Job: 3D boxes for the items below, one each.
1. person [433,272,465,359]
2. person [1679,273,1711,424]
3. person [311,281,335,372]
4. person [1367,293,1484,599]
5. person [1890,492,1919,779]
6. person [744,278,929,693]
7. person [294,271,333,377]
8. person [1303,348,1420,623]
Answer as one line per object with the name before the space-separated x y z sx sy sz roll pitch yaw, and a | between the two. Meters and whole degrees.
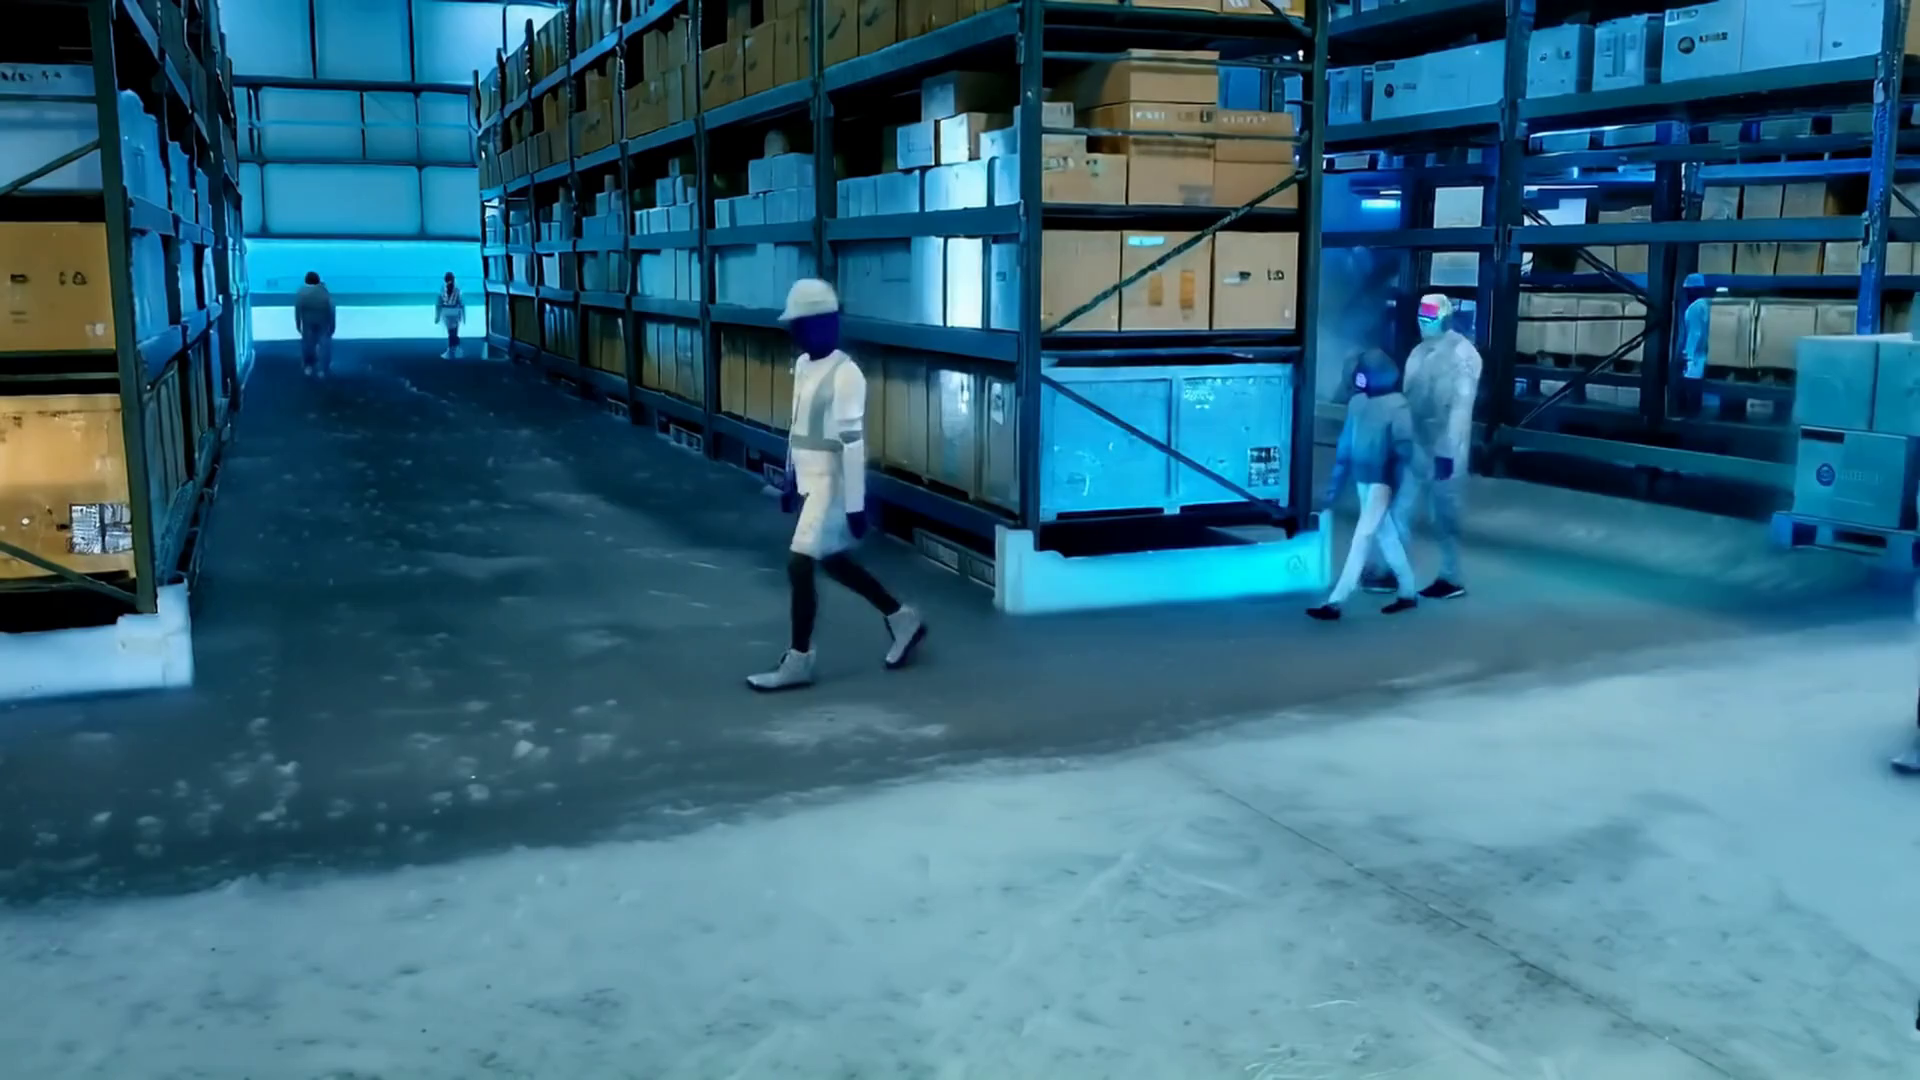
person | -11.039 -4.874 36.111 0.580 1.879 1.061 2 10 14
person | 9.109 -2.343 20.714 0.359 1.939 0.542 7 12 36
person | -12.099 -4.035 31.466 0.515 1.723 0.583 -6 11 -31
person | 2.833 -0.554 10.162 0.689 1.884 0.641 -4 10 -24
person | 4.085 0.137 6.643 0.581 1.676 0.405 3 10 15
person | -0.592 -0.276 8.146 0.973 2.005 0.600 -4 10 -23
person | -11.764 -3.936 30.307 0.648 1.915 0.701 -4 10 -24
person | 2.367 -0.319 9.631 0.872 1.579 0.522 -4 10 -22
